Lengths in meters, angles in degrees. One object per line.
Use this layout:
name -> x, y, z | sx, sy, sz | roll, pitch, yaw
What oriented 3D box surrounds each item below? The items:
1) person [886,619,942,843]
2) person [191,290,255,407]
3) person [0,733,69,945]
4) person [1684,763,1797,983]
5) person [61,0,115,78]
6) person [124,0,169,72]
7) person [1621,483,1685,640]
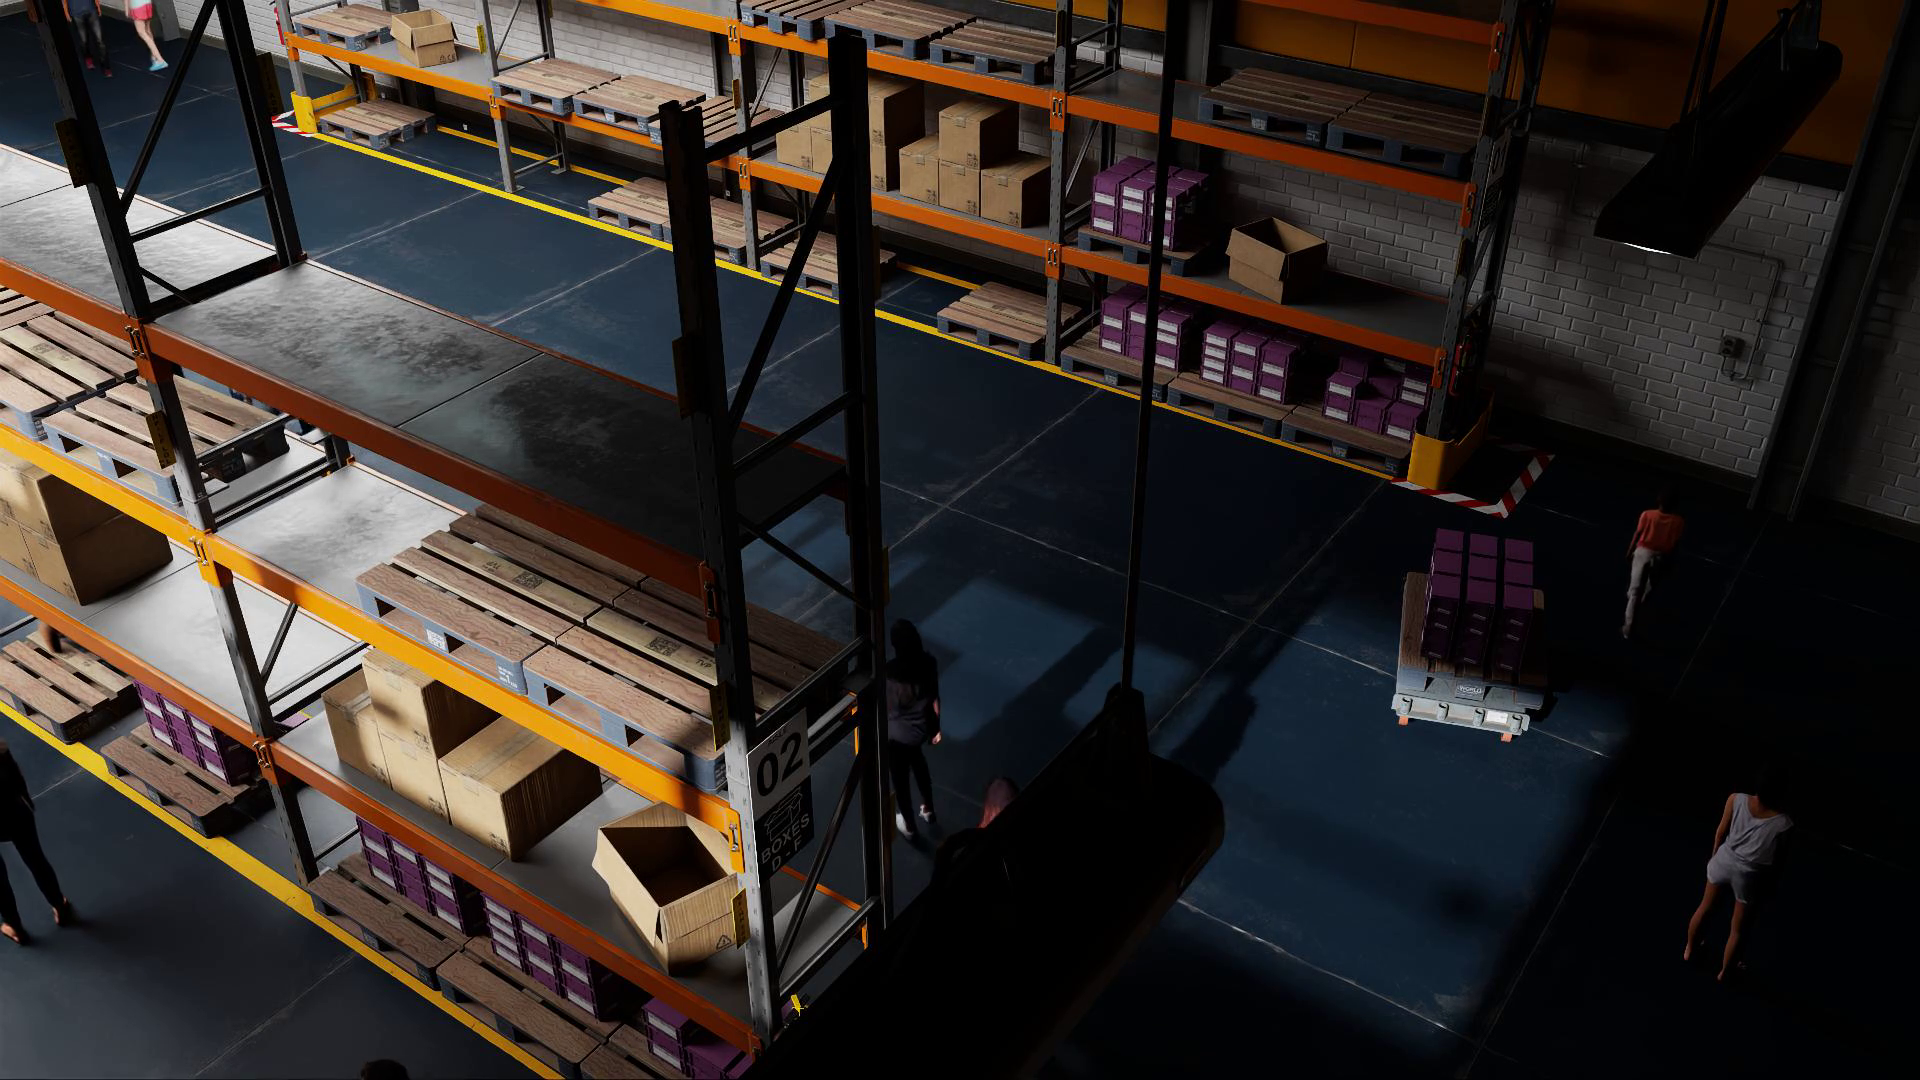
person -> -0.311, 1.288, 10.743 | 0.724, 1.716, 0.768 | -18, 37, -24
person -> -6.943, -1.944, 15.599 | 0.693, 1.723, 0.705 | 5, 34, 8
person -> -5.845, 1.677, 10.062 | 0.648, 1.822, 0.625 | -23, 40, -31
person -> 4.626, 1.953, 9.838 | 0.679, 1.609, 0.555 | -26, 41, -33
person -> -12.772, -7.675, 24.176 | 0.899, 1.771, 1.224 | -23, 40, -31
person -> -12.037, -7.830, 24.427 | 0.872, 1.753, 0.866 | 16, 37, 23
person -> 5.313, 0.180, 12.802 | 0.901, 1.282, 0.710 | 12, 35, 17
